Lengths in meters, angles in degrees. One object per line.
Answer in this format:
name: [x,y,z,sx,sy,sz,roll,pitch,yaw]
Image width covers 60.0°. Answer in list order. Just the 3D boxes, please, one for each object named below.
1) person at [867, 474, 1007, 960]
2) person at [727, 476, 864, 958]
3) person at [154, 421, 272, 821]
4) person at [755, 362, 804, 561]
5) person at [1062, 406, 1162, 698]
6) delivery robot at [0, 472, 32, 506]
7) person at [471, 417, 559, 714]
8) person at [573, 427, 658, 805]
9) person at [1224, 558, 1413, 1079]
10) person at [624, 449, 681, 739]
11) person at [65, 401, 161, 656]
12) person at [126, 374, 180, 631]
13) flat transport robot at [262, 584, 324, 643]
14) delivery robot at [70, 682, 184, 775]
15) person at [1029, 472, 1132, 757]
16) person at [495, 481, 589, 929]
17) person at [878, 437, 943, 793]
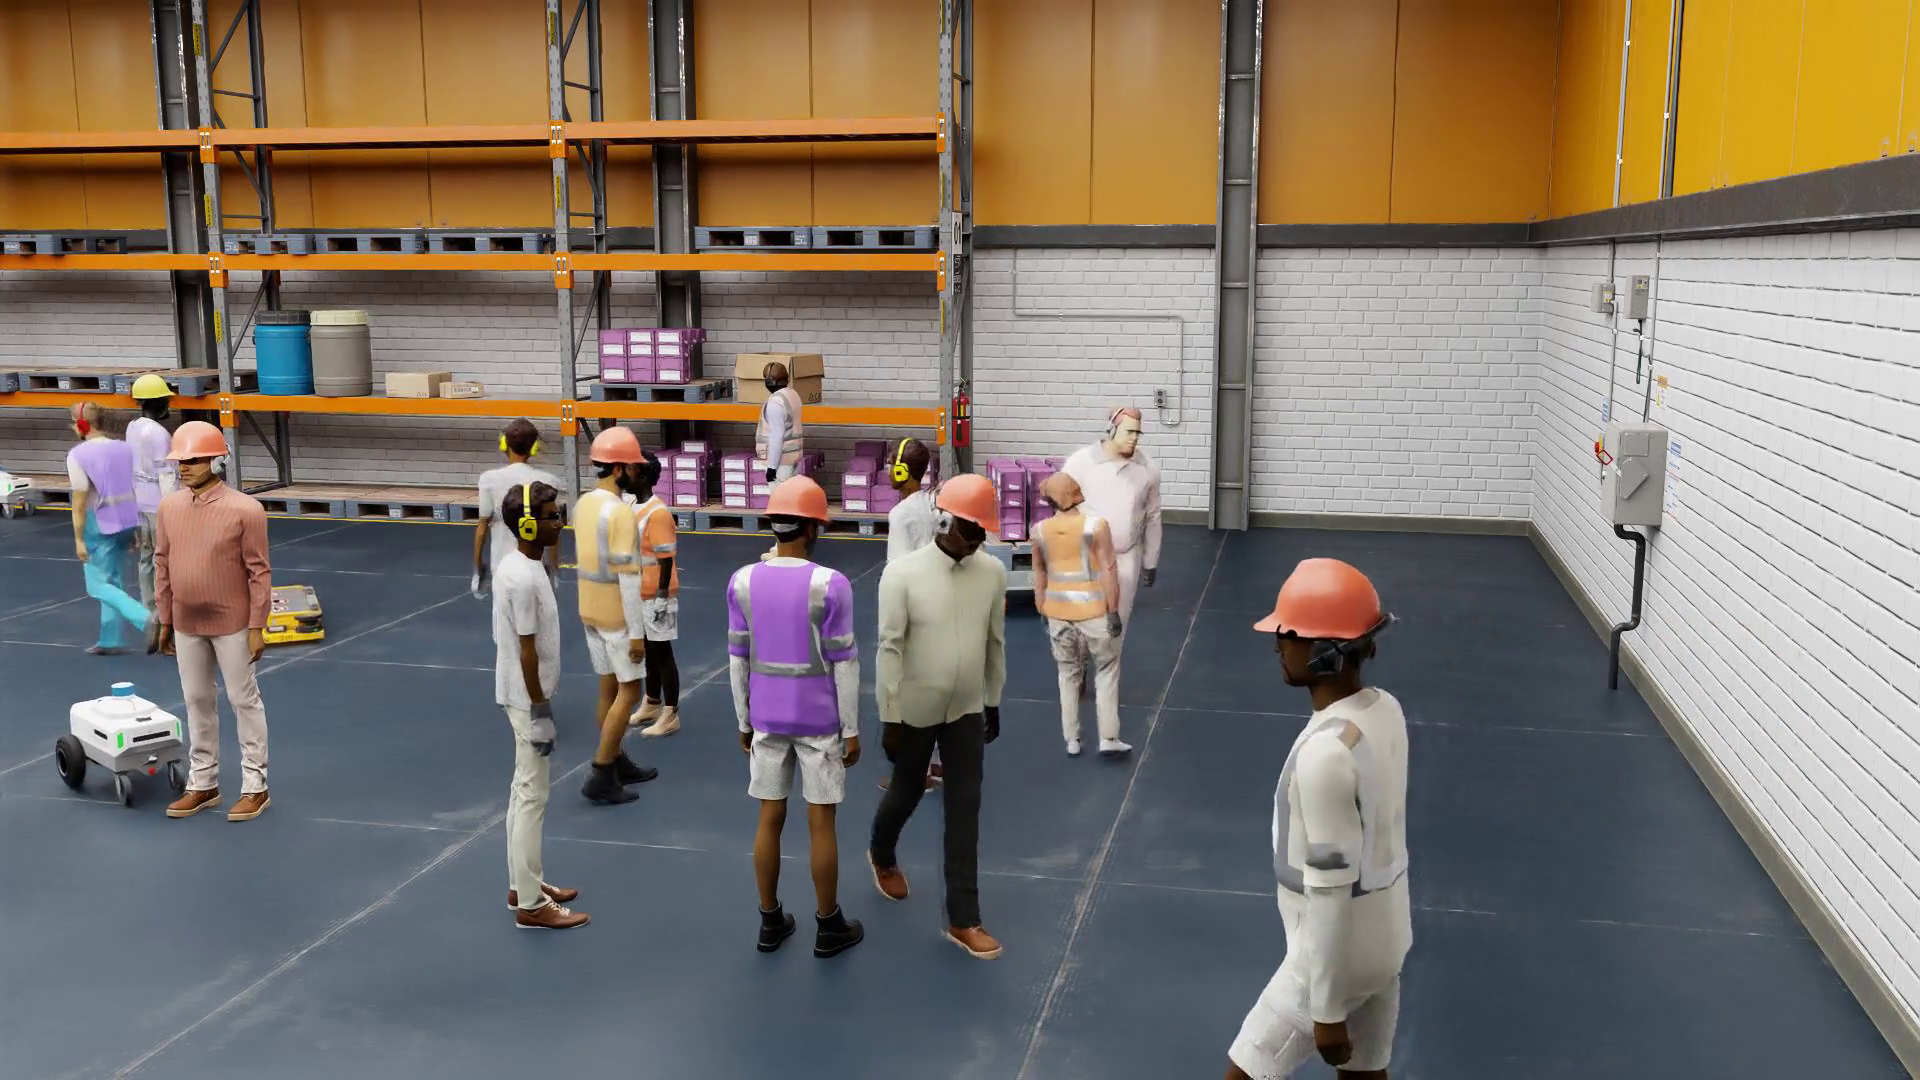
person: [-0.116,0.670,6.910,0.646,1.941,0.953,-5,11,-29]
person: [-0.644,0.708,6.651,0.543,1.928,0.373,3,10,18]
person: [-3.714,0.401,8.266,0.612,1.995,0.376,2,10,10]
person: [-1.675,-0.724,15.397,0.430,1.840,0.621,2,10,12]
person: [0.930,0.107,10.327,0.676,1.885,0.418,-2,10,-10]
delivery robot: [-10.422,-0.567,17.977,0.707,0.478,0.477,3,10,15]
person: [-2.635,0.192,9.990,0.554,1.838,0.744,-7,12,-34]
person: [-1.790,0.377,8.612,0.422,1.938,0.559,-7,12,-37]
person: [0.923,1.046,4.334,0.683,2.023,0.607,6,11,32]
person: [-1.823,0.306,9.712,0.317,1.695,0.540,-6,11,-32]
person: [-5.832,-0.053,11.499,0.748,1.817,0.586,2,10,13]
person: [-5.996,-0.272,12.447,0.587,1.930,0.363,9,13,41]
flat transport robot: [-5.184,0.545,12.509,0.652,0.197,1.431,-4,11,-24]
delivery robot: [-4.382,0.993,8.738,0.707,0.478,0.477,9,13,43]
person: [0.655,0.422,9.320,0.595,1.594,0.317,5,11,28]
person: [-1.773,0.682,6.966,0.331,1.874,0.519,-3,10,-18]
person: [-0.243,0.393,8.702,0.310,1.865,0.532,5,11,25]
